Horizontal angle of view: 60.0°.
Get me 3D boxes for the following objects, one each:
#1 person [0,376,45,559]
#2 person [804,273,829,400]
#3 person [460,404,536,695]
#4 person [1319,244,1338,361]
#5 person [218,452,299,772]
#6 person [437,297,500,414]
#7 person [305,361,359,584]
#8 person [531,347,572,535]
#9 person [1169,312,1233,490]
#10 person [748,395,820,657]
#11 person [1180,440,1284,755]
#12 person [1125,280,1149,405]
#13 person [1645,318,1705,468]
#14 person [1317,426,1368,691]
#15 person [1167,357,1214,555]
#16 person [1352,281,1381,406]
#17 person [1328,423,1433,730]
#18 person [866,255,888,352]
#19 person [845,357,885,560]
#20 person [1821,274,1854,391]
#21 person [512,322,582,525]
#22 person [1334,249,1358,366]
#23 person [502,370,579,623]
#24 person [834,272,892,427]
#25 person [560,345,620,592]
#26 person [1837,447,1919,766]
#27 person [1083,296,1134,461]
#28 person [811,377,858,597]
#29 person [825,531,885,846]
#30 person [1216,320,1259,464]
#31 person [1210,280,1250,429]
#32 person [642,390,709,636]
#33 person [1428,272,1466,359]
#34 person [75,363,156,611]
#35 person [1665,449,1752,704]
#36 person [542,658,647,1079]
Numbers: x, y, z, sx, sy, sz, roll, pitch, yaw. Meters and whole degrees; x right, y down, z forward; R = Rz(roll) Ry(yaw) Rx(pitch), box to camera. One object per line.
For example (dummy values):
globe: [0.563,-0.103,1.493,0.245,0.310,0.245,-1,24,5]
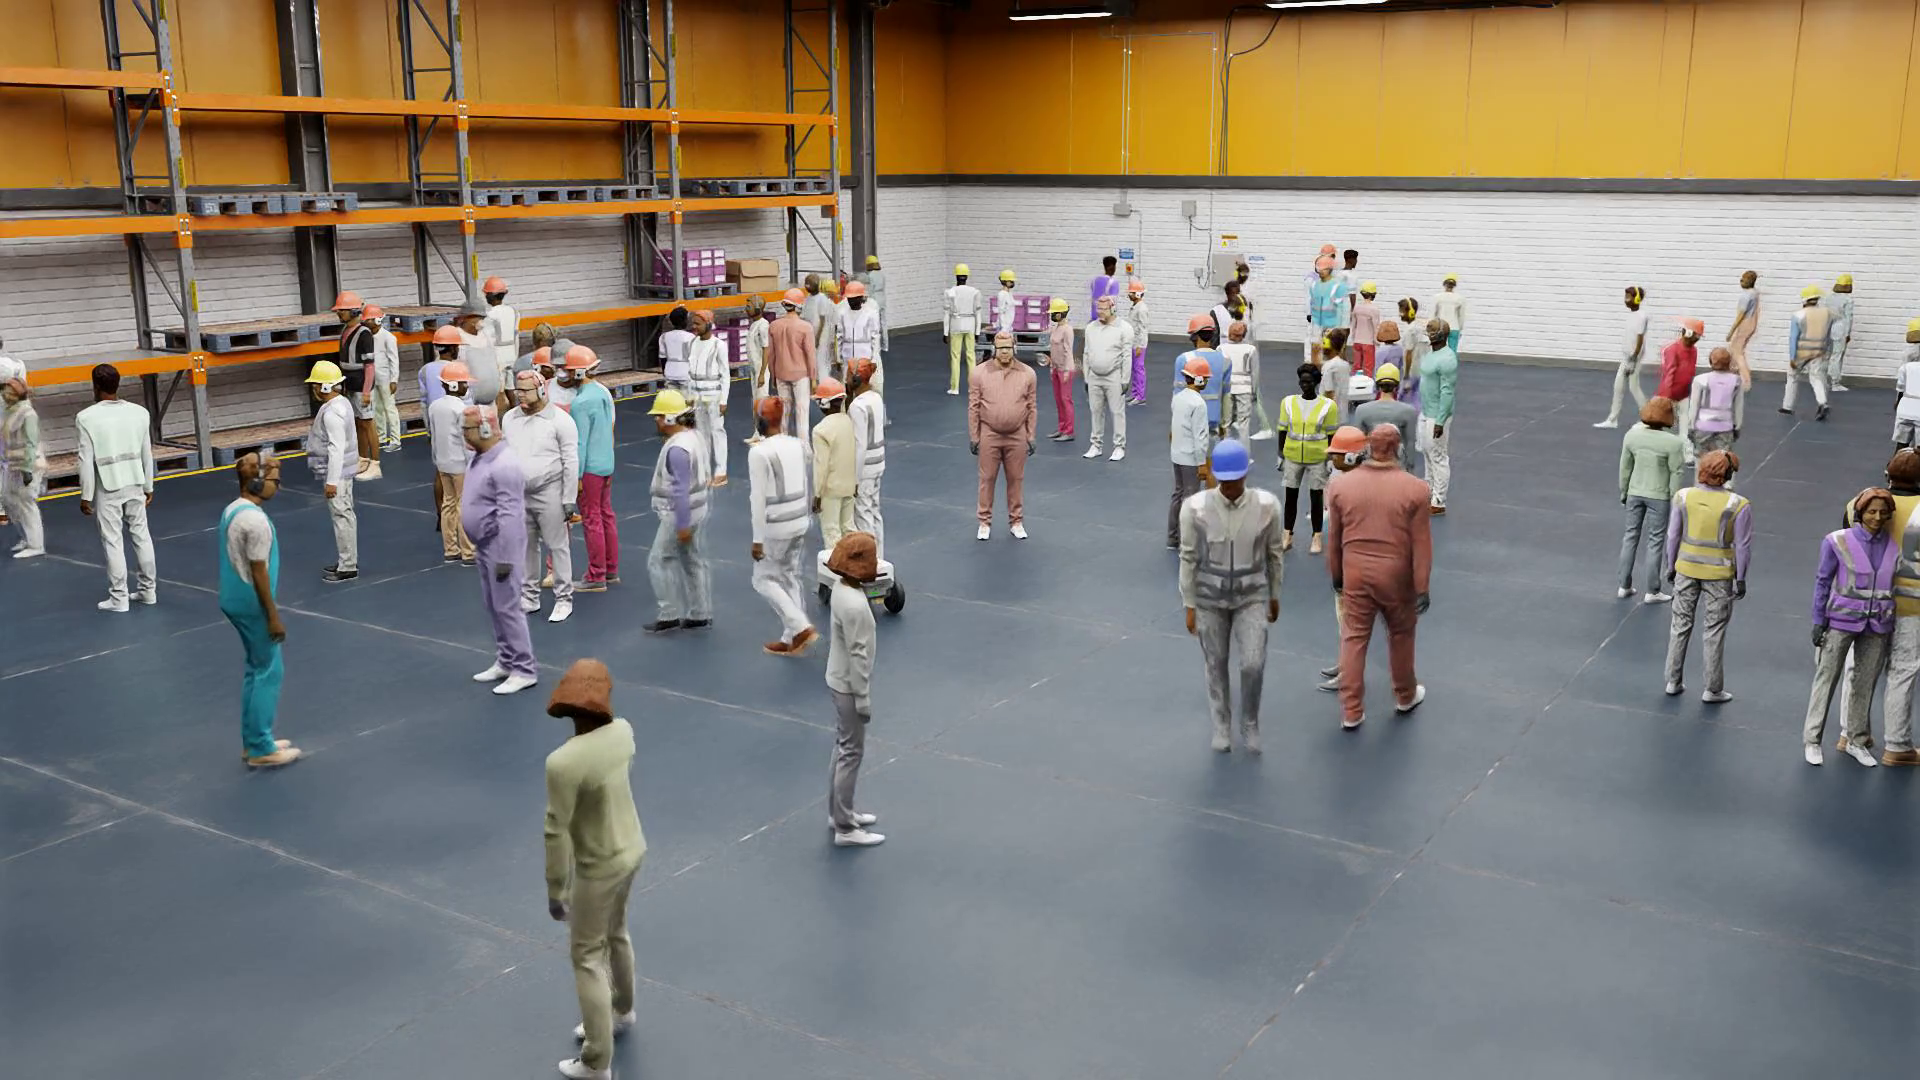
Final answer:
person: [-8.167,-0.632,14.492,0.566,1.609,0.323,10,16,36]
person: [-2.087,-2.916,23.918,0.503,1.826,0.416,12,18,43]
person: [-3.057,0.052,10.904,0.398,1.897,0.664,-8,15,-32]
person: [6.291,-4.078,28.589,0.375,1.997,0.611,-1,13,-6]
person: [-4.030,0.405,9.522,0.417,1.821,0.533,-10,16,-36]
person: [-5.130,-1.524,17.417,0.576,2.000,0.888,7,15,28]
person: [-5.157,-0.562,13.699,0.404,1.833,0.590,-4,14,-16]
person: [-3.814,-0.918,15.424,0.328,1.747,0.572,0,13,1]
person: [2.259,-1.129,15.734,0.614,2.030,0.409,-6,14,-25]
person: [-1.225,-0.067,11.487,0.485,1.864,0.635,7,15,27]
person: [1.561,0.341,9.624,0.599,1.906,0.603,2,13,8]
person: [2.482,-2.788,23.524,0.327,1.752,0.562,-2,13,-7]
person: [8.131,-1.677,18.883,0.607,1.684,0.907,-8,15,-30]
person: [2.523,0.120,10.910,0.337,1.751,0.572,4,14,16]
person: [2.053,-0.741,14.677,0.356,1.744,0.571,-3,13,-13]
person: [5.682,-2.732,23.250,0.305,1.772,0.525,-7,15,-29]
person: [2.632,0.205,10.285,0.677,1.874,0.844,8,15,31]
person: [-1.530,-4.262,29.992,0.385,1.724,0.496,11,17,41]
person: [-0.789,-0.547,13.520,0.342,1.882,0.587,3,13,13]
person: [13.178,-3.115,24.967,0.313,1.744,0.487,-5,14,-19]
person: [-3.889,-1.083,15.728,0.627,1.941,0.370,4,13,16]
person: [6.461,-3.891,27.876,0.386,1.956,0.605,-3,13,-15]
person: [-3.190,-0.330,12.531,0.652,1.906,0.408,5,14,20]
person: [-1.234,-2.442,21.398,0.698,2.000,0.830,-9,16,-34]
person: [-2.991,-0.575,13.424,0.407,1.987,0.615,2,13,9]
person: [5.394,0.378,9.601,0.429,1.847,0.624,-6,14,-26]
person: [1.685,-1.870,19.241,0.634,1.899,0.404,9,16,33]
person: [-1.014,-0.422,13.265,0.342,1.748,0.572,8,15,31]
person: [-0.543,0.749,8.471,0.278,1.624,0.496,-2,13,-9]
person: [3.142,-1.672,18.932,0.512,1.642,0.312,6,14,24]
person: [3.442,-2.354,21.280,0.590,1.922,0.391,-7,15,-28]
person: [-2.135,-0.193,12.156,0.617,1.815,0.602,0,13,0]
person: [7.358,-3.173,25.200,0.535,1.761,0.344,2,13,10]
person: [-6.495,-0.404,12.859,0.387,1.912,0.592,7,15,29]
person: [4.790,0.231,10.683,0.311,1.638,0.523,-12,17,-41]
person: [-1.410,1.244,6.357,0.370,1.602,0.529,5,14,20]
